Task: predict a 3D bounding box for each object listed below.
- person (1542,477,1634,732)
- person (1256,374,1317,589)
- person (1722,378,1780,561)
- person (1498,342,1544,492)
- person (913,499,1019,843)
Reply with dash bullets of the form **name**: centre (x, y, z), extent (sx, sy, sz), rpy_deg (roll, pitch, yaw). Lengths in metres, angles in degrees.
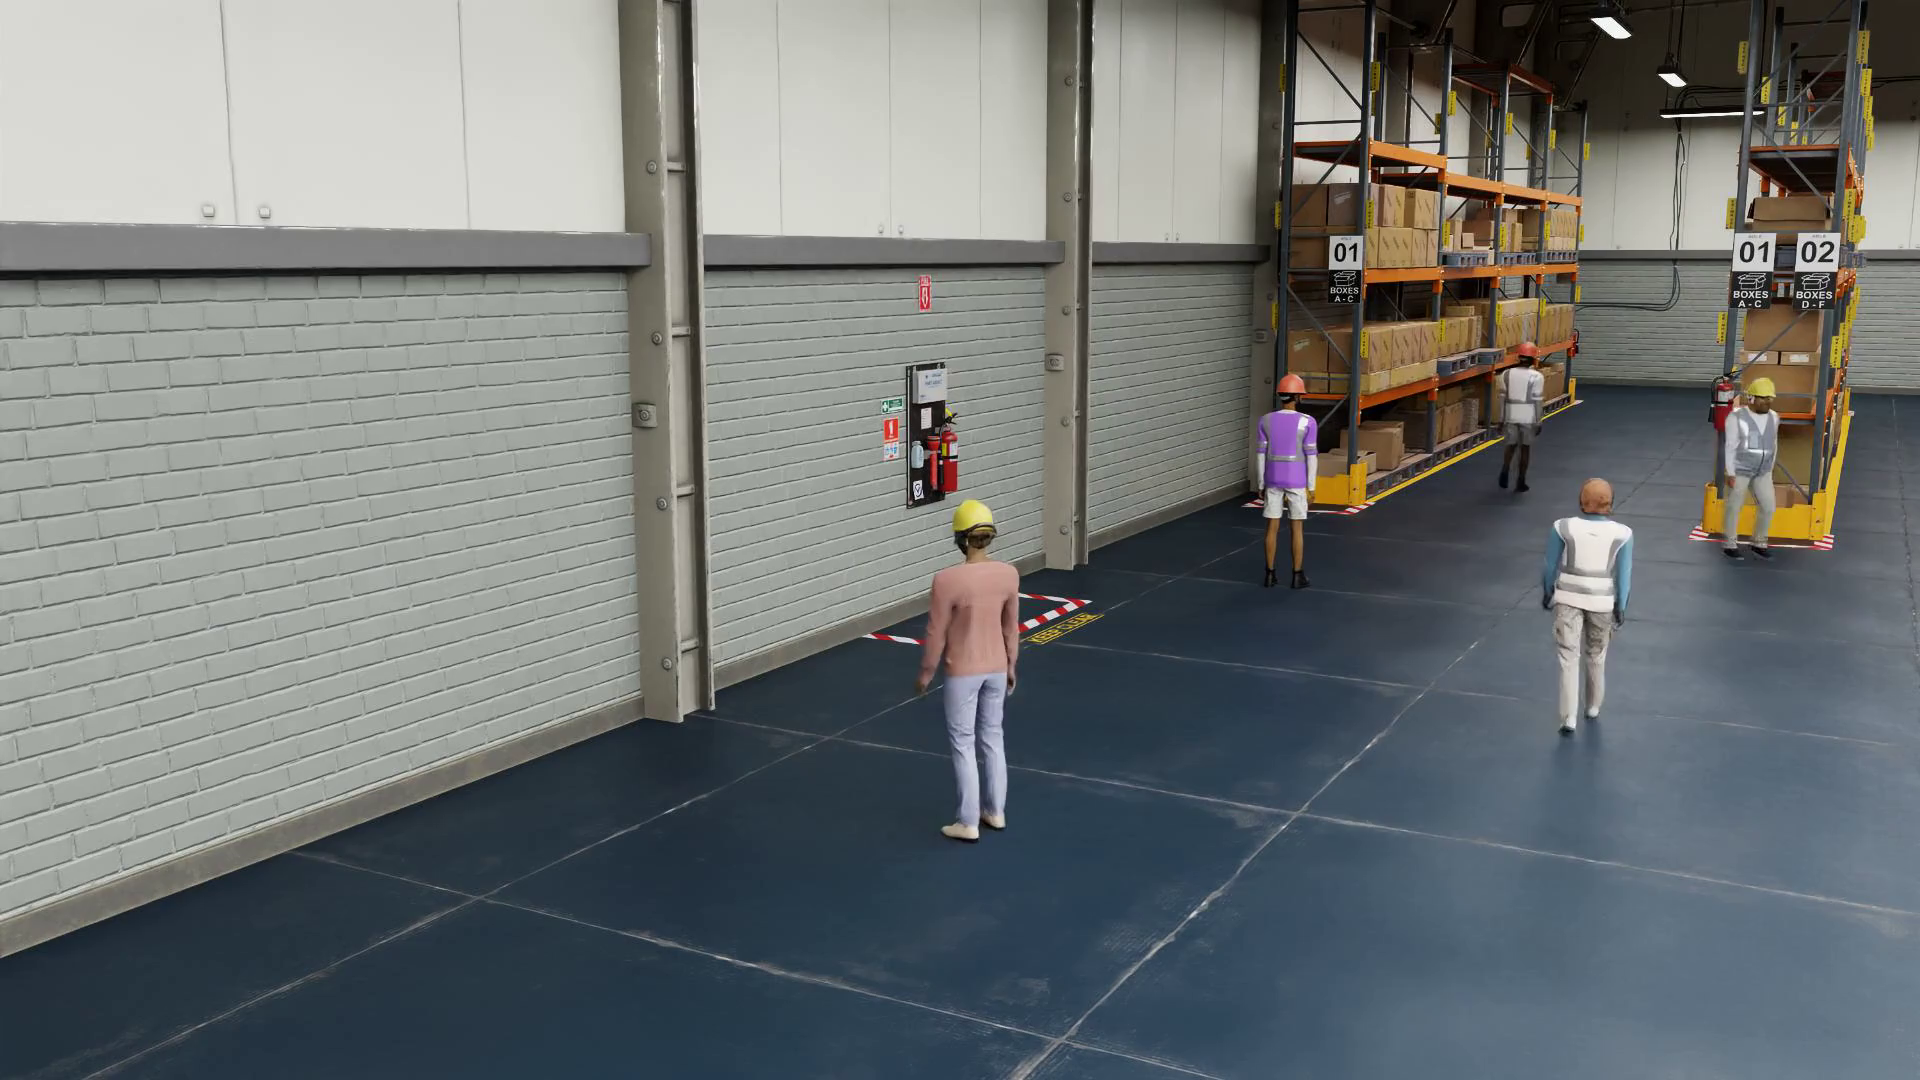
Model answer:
- **person**: centre (3.971, 0.401, 10.558), extent (0.516, 1.608, 0.738), rpy_deg (2, 10, 14)
- **person**: centre (2.951, -0.524, 15.019), extent (0.548, 1.934, 0.376), rpy_deg (5, 11, 26)
- **person**: centre (7.761, -0.675, 16.281), extent (0.614, 1.813, 0.585), rpy_deg (-1, 10, -8)
- **person**: centre (7.082, -1.544, 21.027), extent (0.560, 1.918, 0.499), rpy_deg (8, 13, 39)
- **person**: centre (0.058, 0.670, 8.528), extent (0.542, 1.766, 0.331), rpy_deg (-7, 12, -35)
